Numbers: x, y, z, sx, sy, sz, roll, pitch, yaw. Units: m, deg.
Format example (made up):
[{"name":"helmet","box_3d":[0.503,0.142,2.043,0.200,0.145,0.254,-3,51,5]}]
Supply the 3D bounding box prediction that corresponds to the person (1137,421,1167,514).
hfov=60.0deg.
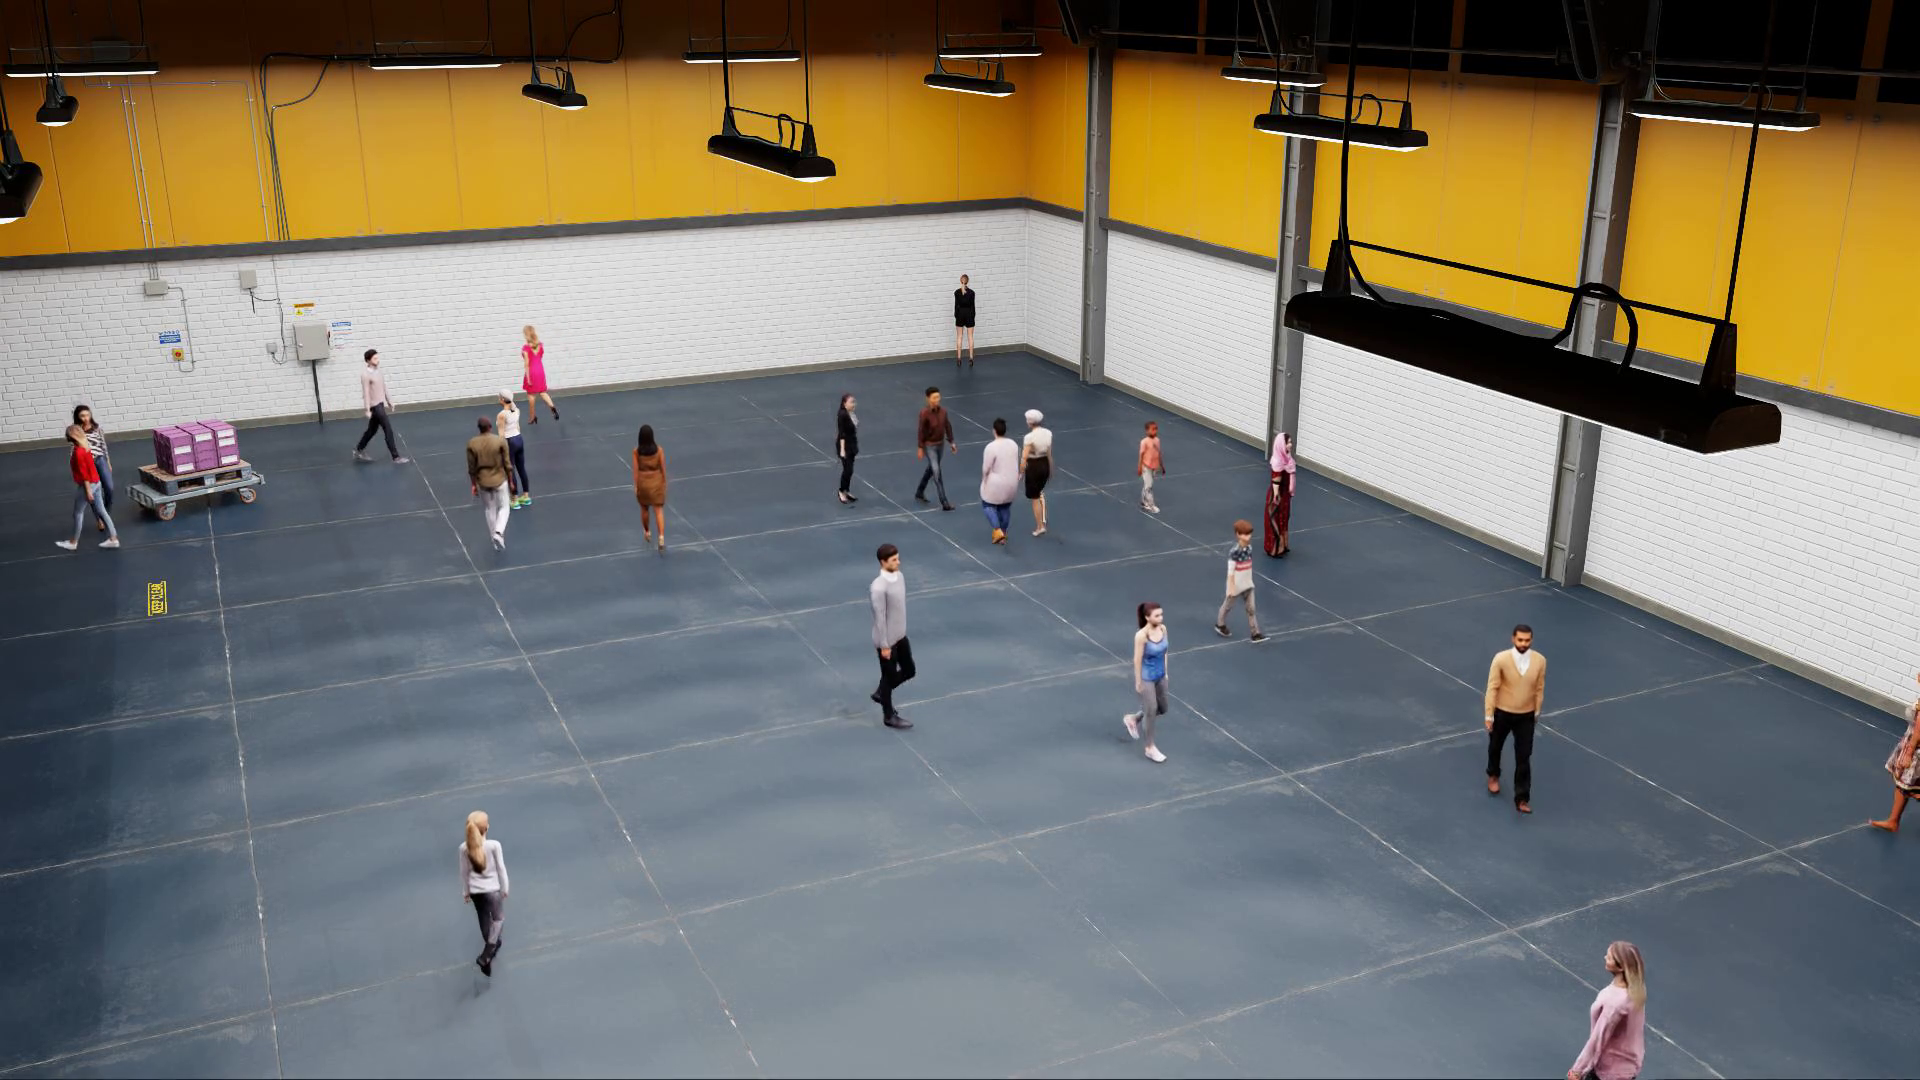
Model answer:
[{"name":"person","box_3d":[2.626,-1.047,23.408,0.565,1.287,0.797,-12,22,-31]}]

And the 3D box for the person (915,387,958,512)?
[{"name":"person","box_3d":[-0.422,-1.300,23.460,0.921,1.733,1.231,-17,25,-42]}]

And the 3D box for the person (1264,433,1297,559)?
[{"name":"person","box_3d":[4.136,-0.600,21.530,0.776,1.638,0.764,12,22,32]}]

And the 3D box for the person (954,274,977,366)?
[{"name":"person","box_3d":[0.093,-4.271,32.229,0.647,1.768,0.652,1,19,2]}]

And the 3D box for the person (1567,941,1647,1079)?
[{"name":"person","box_3d":[4.077,3.240,10.110,1.110,1.650,0.935,12,22,32]}]

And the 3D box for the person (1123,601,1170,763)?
[{"name":"person","box_3d":[1.784,1.314,15.903,0.723,1.602,0.897,-16,25,-40]}]

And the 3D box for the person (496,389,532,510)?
[{"name":"person","box_3d":[-6.316,-1.299,23.510,0.721,1.699,0.682,9,21,25]}]

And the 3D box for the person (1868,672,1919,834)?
[{"name":"person","box_3d":[8.329,1.839,14.294,1.053,1.634,0.899,15,23,37]}]

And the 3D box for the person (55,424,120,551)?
[{"name":"person","box_3d":[-11.275,-0.670,21.680,0.829,1.675,0.969,-4,19,-13]}]

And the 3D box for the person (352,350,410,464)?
[{"name":"person","box_3d":[-9.047,-2.039,25.601,1.140,1.768,1.201,3,19,9]}]

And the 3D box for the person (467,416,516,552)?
[{"name":"person","box_3d":[-6.064,-0.697,21.550,0.903,1.811,0.987,-1,19,-3]}]

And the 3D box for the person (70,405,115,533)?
[{"name":"person","box_3d":[-11.698,-0.966,22.405,0.723,1.773,0.751,-16,25,-40]}]

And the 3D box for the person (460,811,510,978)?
[{"name":"person","box_3d":[-3.573,2.655,12.454,0.718,1.262,0.868,1,19,3]}]

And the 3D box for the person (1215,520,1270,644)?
[{"name":"person","box_3d":[3.104,0.460,18.753,0.660,1.402,1.002,-13,23,-34]}]

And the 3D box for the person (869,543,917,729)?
[{"name":"person","box_3d":[-0.765,0.944,16.517,0.980,1.911,0.928,9,21,25]}]

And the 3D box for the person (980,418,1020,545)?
[{"name":"person","box_3d":[0.559,-0.741,21.802,0.666,1.733,0.739,-8,20,-24]}]

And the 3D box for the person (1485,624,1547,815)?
[{"name":"person","box_3d":[4.975,1.553,15.033,1.070,1.705,1.243,2,19,7]}]

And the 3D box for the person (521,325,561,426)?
[{"name":"person","box_3d":[-7.024,-2.726,27.743,1.021,1.702,0.832,14,23,35]}]

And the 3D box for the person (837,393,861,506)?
[{"name":"person","box_3d":[-1.632,-1.292,23.570,0.821,1.648,0.761,3,19,8]}]

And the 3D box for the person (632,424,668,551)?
[{"name":"person","box_3d":[-4.013,-0.654,21.661,0.679,1.657,1.078,-5,19,-14]}]

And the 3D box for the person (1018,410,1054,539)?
[{"name":"person","box_3d":[1.094,-0.855,22.133,0.751,1.737,0.765,-15,24,-38]}]
